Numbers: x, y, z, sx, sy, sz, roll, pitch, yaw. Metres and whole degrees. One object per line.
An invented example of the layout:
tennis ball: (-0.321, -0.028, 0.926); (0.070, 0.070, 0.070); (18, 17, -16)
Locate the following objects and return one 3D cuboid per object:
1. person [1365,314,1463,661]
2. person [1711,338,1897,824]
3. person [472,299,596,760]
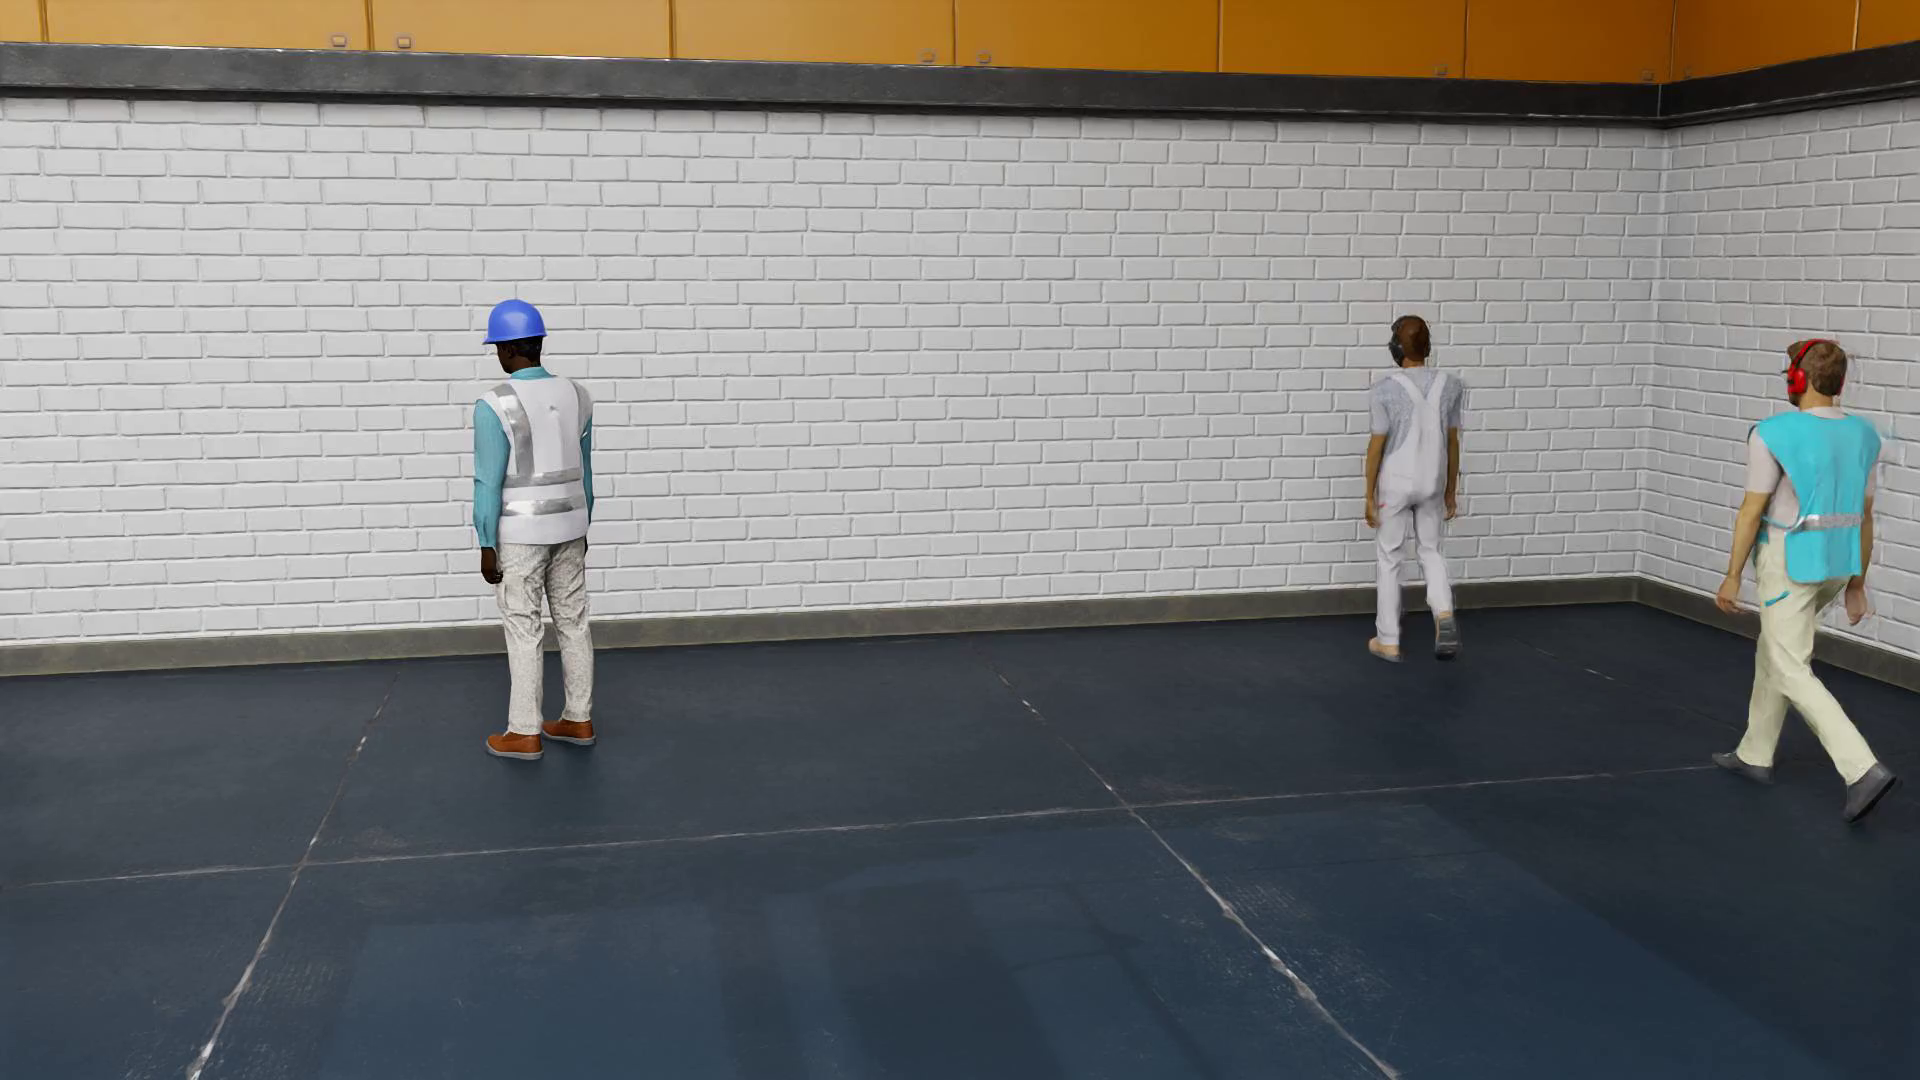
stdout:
person: (2.353, -0.244, 8.591); (0.535, 1.830, 0.629); (-1, 9, -9)
person: (3.286, 0.134, 6.388); (0.566, 1.805, 0.887); (-4, 10, -22)
person: (-1.806, -0.042, 7.050); (0.416, 1.939, 0.604); (7, 11, 35)
